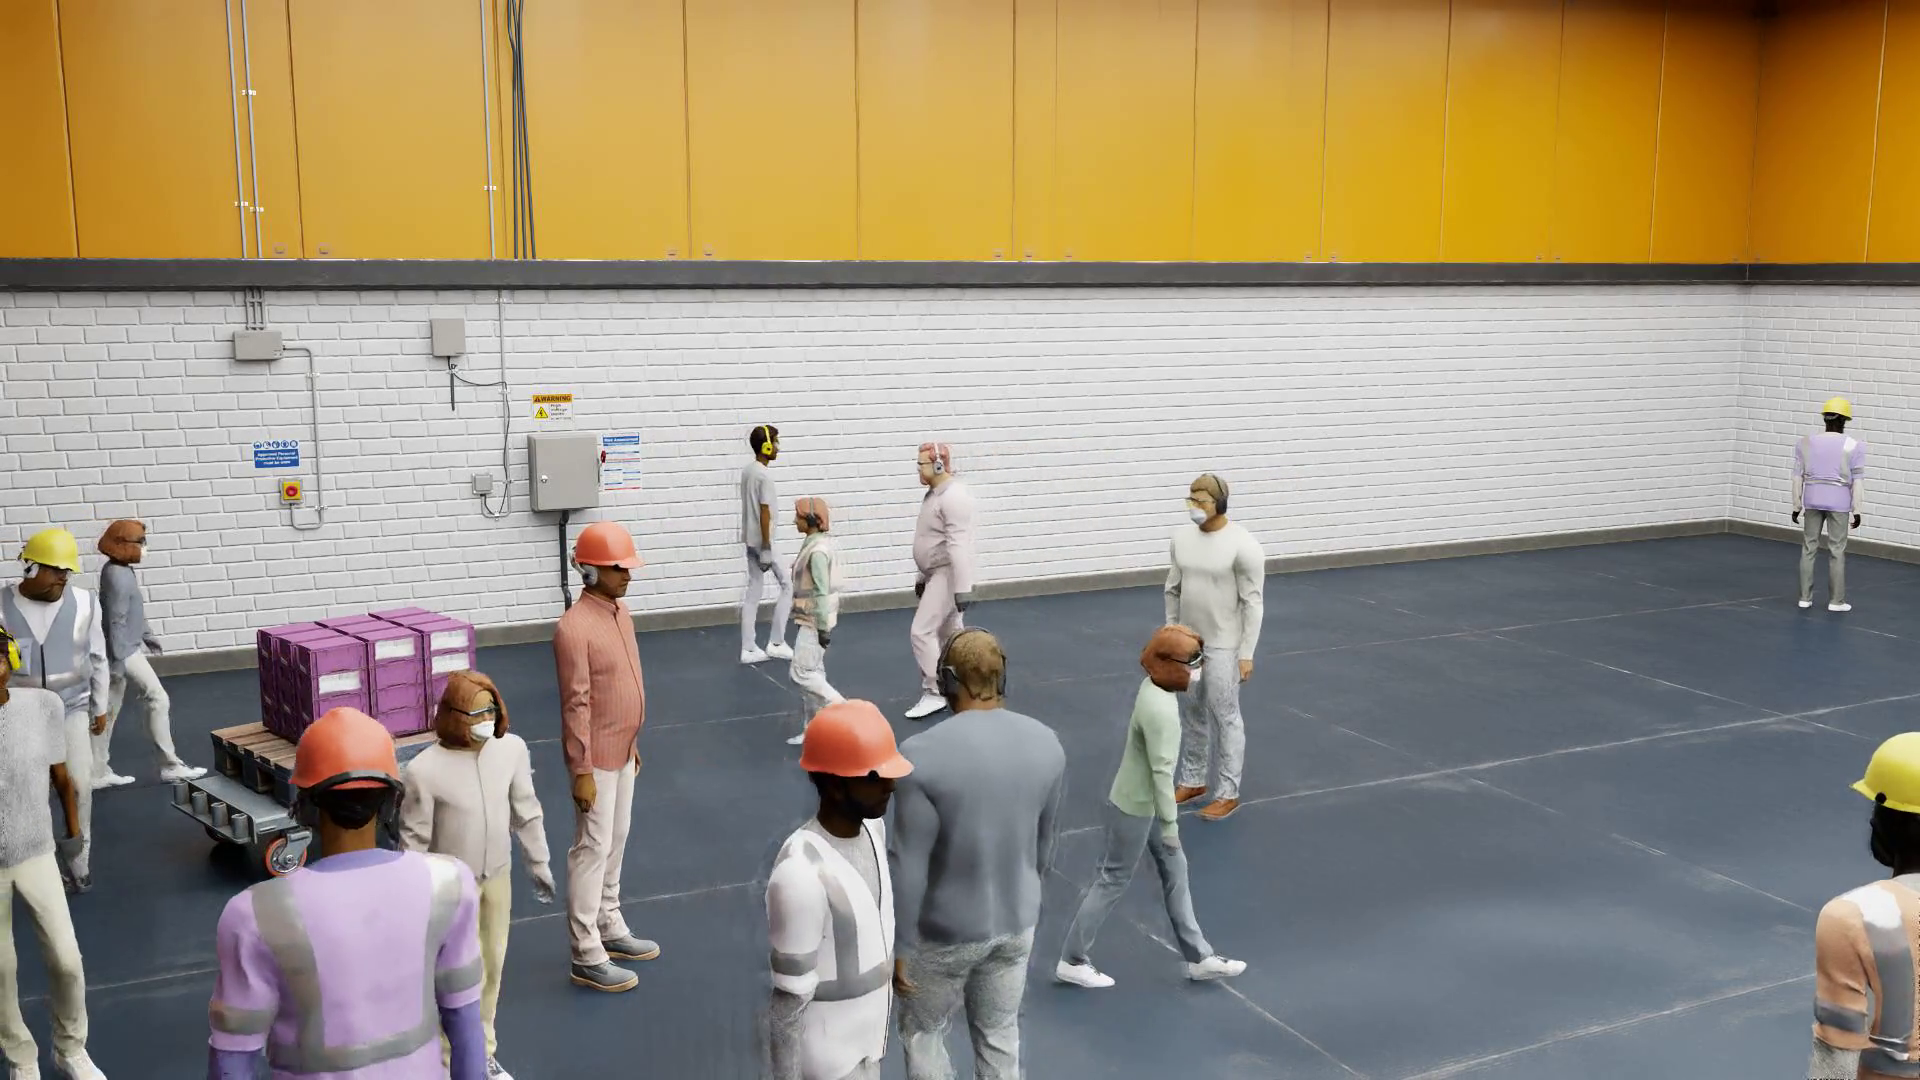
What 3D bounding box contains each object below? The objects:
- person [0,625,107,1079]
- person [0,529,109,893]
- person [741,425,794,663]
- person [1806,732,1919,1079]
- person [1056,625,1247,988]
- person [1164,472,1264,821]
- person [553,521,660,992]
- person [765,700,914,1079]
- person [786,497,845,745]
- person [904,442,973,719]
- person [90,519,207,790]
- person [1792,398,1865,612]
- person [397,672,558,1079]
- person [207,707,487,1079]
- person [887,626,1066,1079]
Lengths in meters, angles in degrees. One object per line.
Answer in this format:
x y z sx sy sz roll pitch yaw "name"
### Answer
-3.386 1.173 5.950 0.525 1.831 0.586 -8 12 -42 "person"
-4.443 0.848 8.045 0.621 1.797 0.558 -5 11 -31 "person"
-1.466 0.033 12.921 0.629 1.851 0.528 -5 11 -29 "person"
2.299 1.422 4.114 0.618 1.925 0.379 -3 10 -17 "person"
0.808 1.128 6.969 0.857 1.585 0.527 1 9 9 "person"
1.390 0.584 9.262 0.350 1.937 0.635 -8 12 -41 "person"
-1.509 0.903 7.111 0.389 1.990 0.625 1 9 8 "person"
-0.418 1.353 4.592 0.811 1.913 0.553 3 10 18 "person"
-0.911 0.526 10.586 0.411 1.628 0.519 -1 9 -5 "person"
-0.193 0.274 11.335 0.669 1.881 0.687 -2 9 -12 "person"
-4.824 0.666 9.804 0.736 1.599 0.516 -6 11 -35 "person"
7.769 -0.313 14.896 0.586 1.916 0.391 9 13 43 "person"
-1.767 1.261 6.055 0.403 1.614 0.532 7 11 36 "person"
-1.403 1.420 3.937 0.668 2.006 0.975 -8 12 -39 "person"
0.045 1.233 5.312 0.656 1.913 0.461 -5 10 -28 "person"
